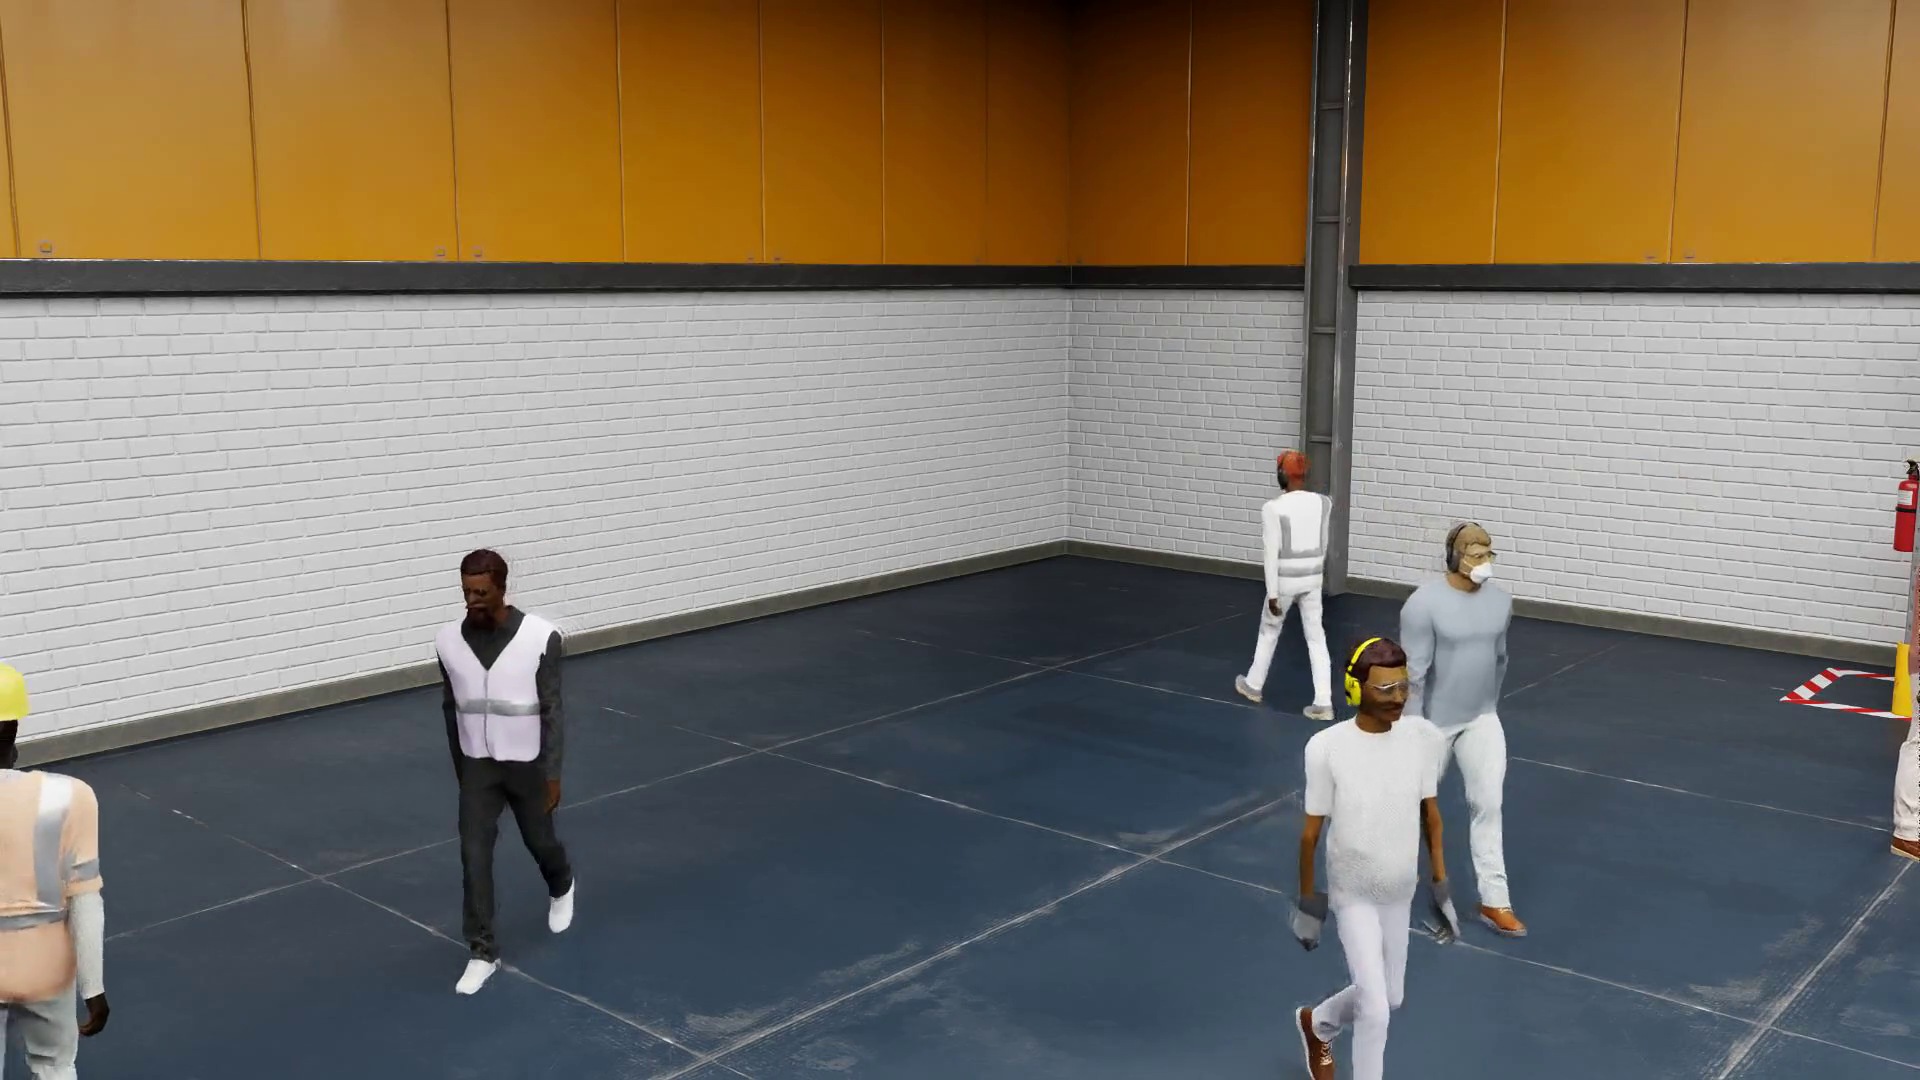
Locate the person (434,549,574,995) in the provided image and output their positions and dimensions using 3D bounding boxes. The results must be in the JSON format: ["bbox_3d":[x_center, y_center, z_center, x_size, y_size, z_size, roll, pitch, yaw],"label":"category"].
[{"bbox_3d":[-1.978,0.940,7.327,0.588,1.884,0.896,1,9,6],"label":"person"}]

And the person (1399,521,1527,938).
[{"bbox_3d":[2.341,0.837,7.951,0.641,1.893,1.040,-3,10,-19],"label":"person"}]

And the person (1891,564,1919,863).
[{"bbox_3d":[5.129,0.676,8.621,0.614,1.990,0.392,-8,12,-41],"label":"person"}]

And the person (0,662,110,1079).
[{"bbox_3d":[-2.904,1.304,5.026,0.600,1.888,0.964,-3,10,-19],"label":"person"}]

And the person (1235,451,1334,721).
[{"bbox_3d":[2.305,0.297,11.535,0.581,1.832,1.005,-3,10,-20],"label":"person"}]

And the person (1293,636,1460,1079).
[{"bbox_3d":[1.401,1.207,5.777,0.533,1.847,0.822,-3,10,-20],"label":"person"}]
